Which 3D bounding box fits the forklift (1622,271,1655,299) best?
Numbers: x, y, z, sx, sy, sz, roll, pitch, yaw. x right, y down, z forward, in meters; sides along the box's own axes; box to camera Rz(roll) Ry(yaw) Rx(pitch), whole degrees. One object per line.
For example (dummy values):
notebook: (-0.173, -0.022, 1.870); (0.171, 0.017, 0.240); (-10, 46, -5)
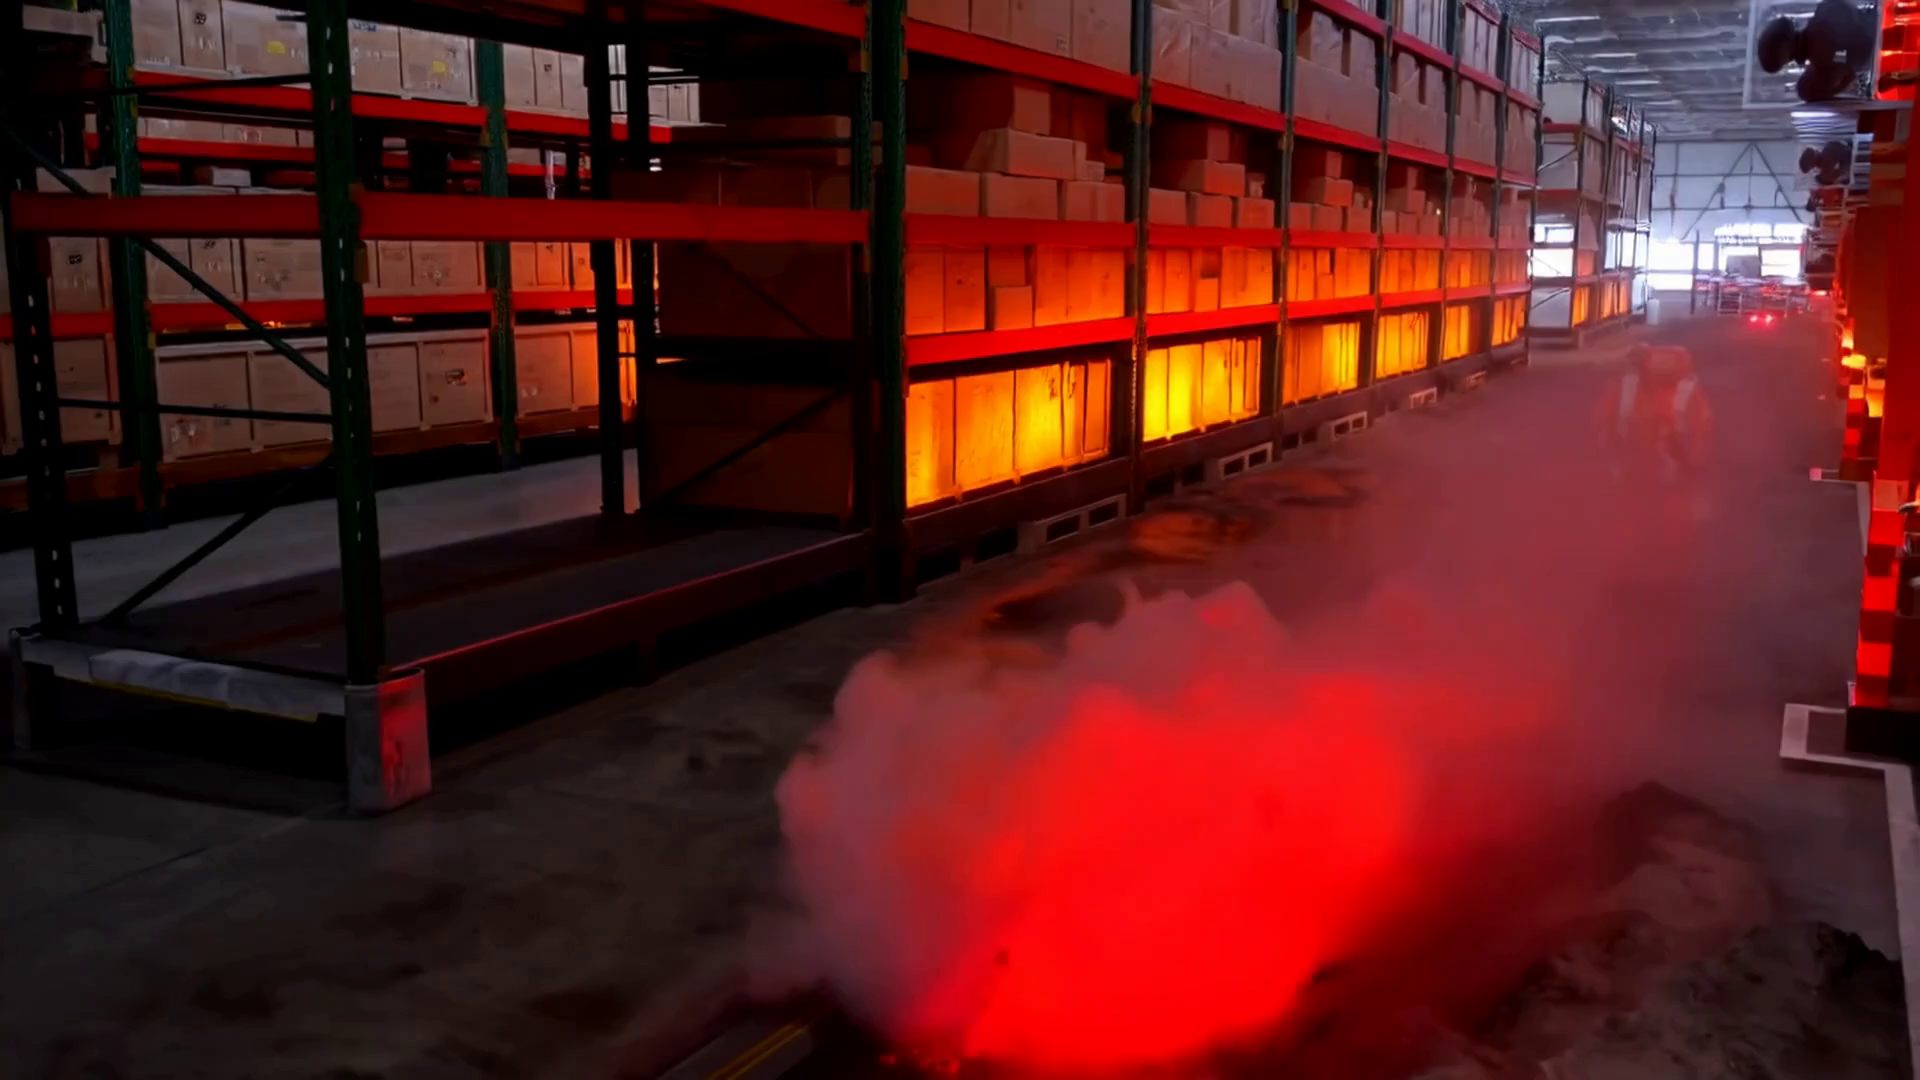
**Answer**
forklift: (25.554, -10.223, 63.532); (1.873, 2.768, 1.129); (5, 11, 27)
